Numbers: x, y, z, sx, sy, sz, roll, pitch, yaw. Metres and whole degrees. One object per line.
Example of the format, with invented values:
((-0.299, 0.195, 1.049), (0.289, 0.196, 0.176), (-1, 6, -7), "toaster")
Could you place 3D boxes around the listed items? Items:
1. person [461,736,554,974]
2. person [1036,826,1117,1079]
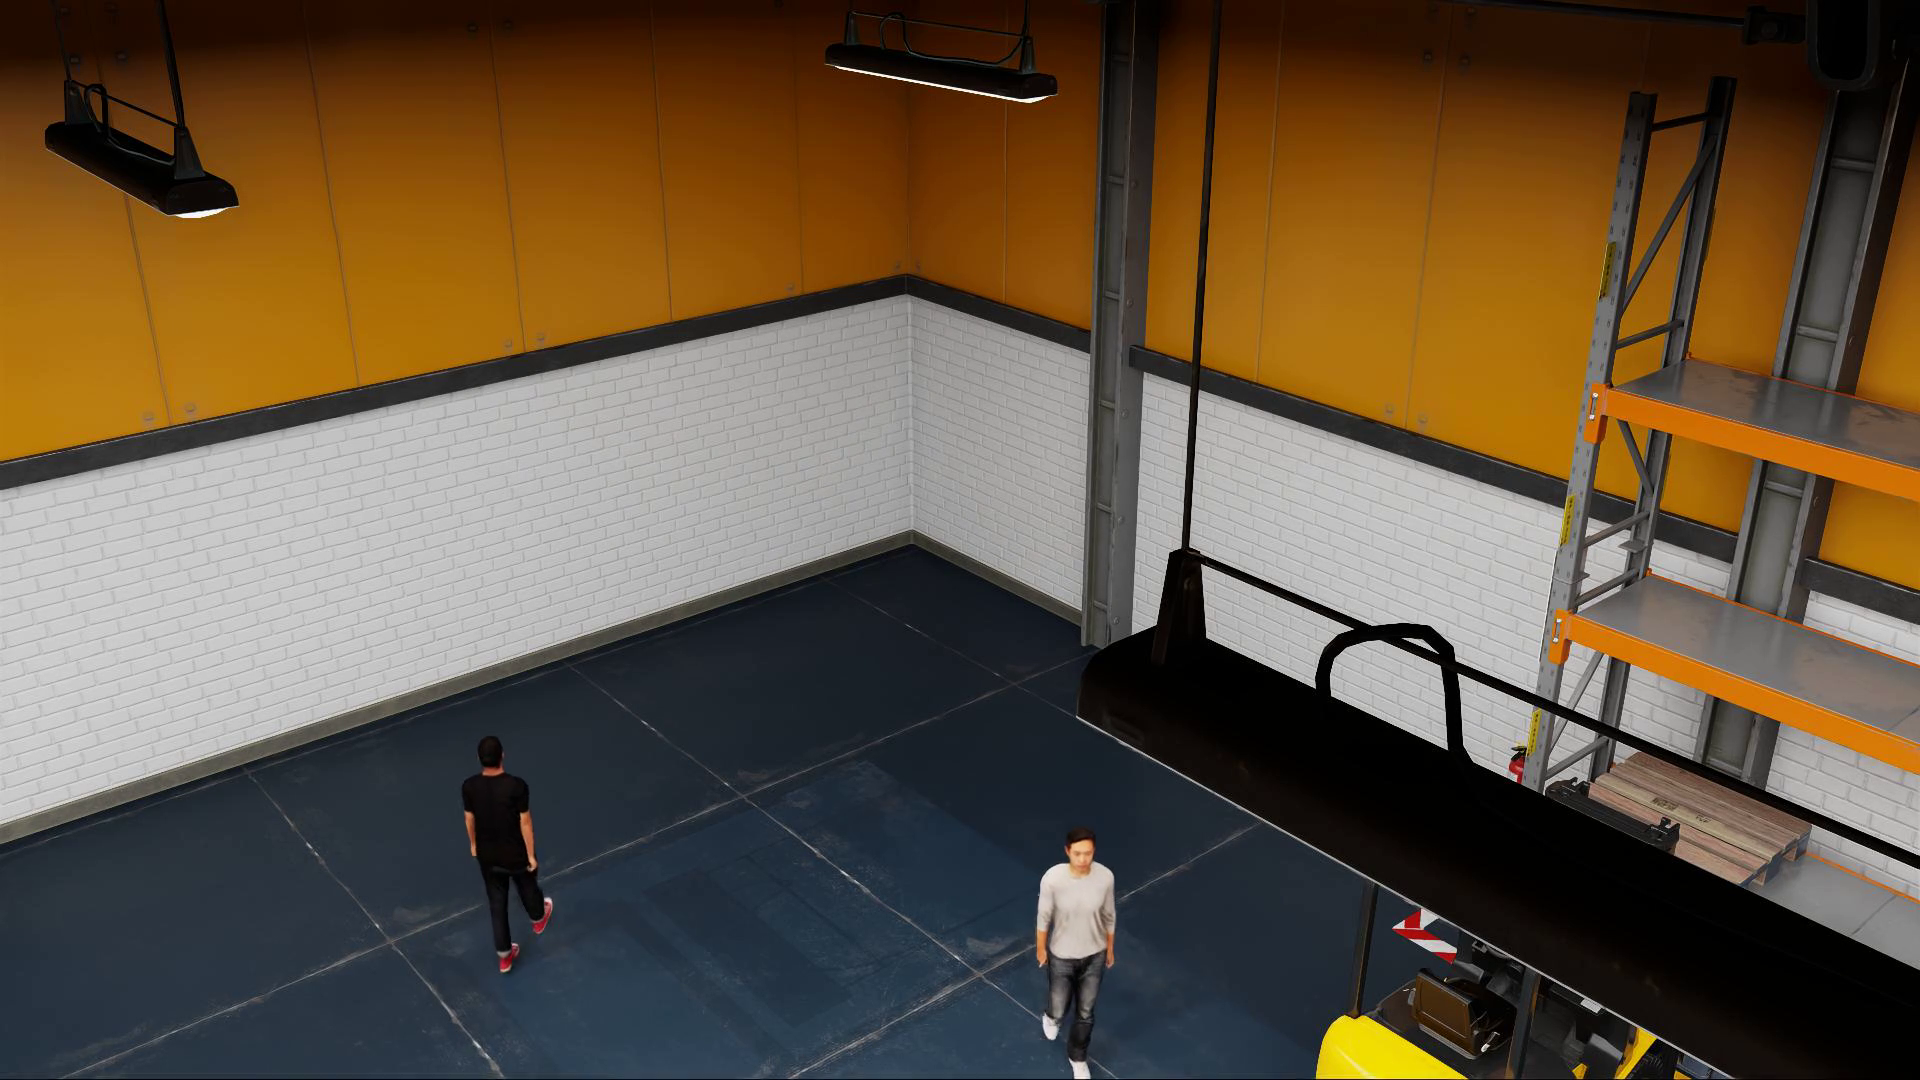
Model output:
((-3.147, 2.176, 11.397), (0.996, 1.734, 1.075), (1, 24, 2), "person")
((0.717, 2.538, 10.489), (0.858, 1.798, 0.955), (-5, 24, -10), "person")
